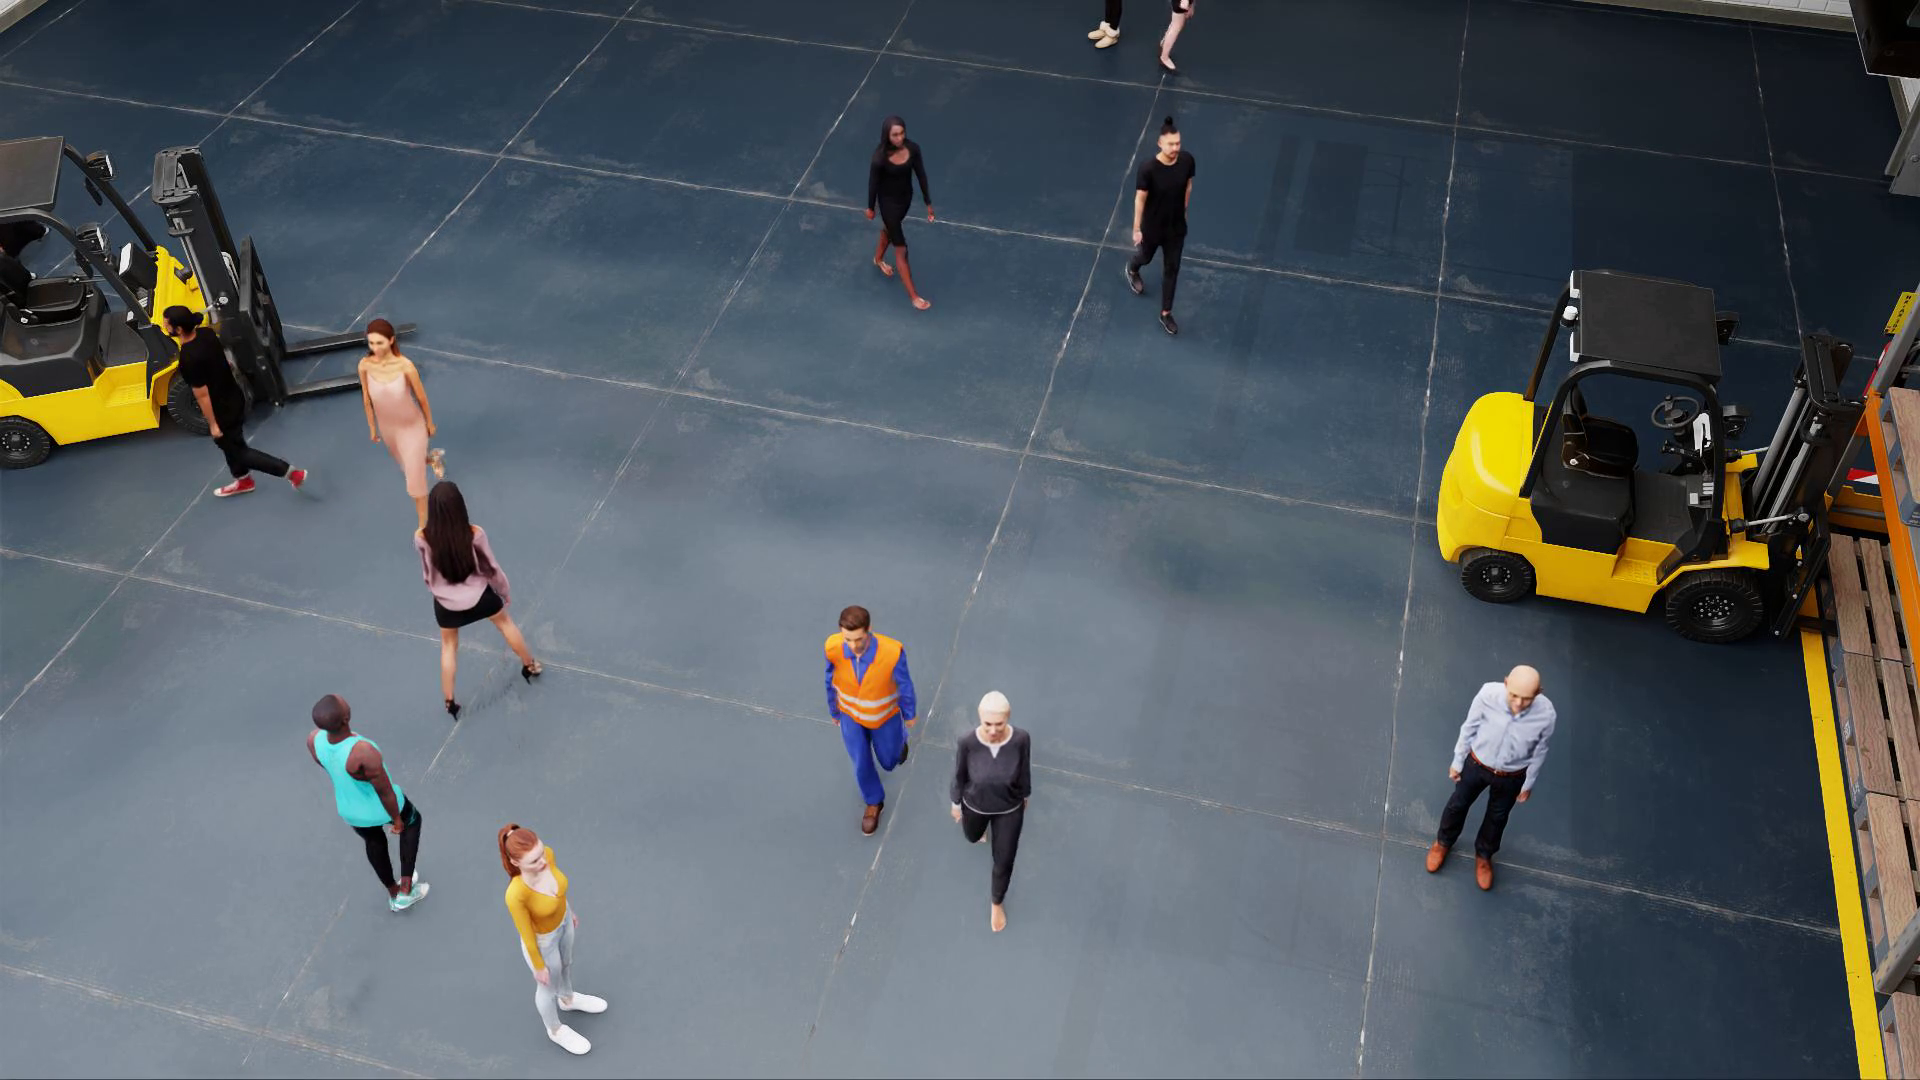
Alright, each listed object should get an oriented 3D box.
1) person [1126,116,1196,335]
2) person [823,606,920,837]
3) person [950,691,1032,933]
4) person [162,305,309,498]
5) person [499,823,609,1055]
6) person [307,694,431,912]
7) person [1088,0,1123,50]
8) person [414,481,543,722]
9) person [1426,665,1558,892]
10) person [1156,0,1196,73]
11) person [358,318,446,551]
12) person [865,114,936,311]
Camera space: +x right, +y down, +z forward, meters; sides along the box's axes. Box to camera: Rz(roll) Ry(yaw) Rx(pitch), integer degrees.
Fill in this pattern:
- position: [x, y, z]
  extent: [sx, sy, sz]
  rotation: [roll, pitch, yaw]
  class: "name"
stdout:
- position: [1.630, -2.690, 13.785]
  extent: [1.092, 1.829, 1.265]
  rotation: [-12, 45, -12]
  class: "person"
- position: [-0.538, 0.966, 9.937]
  extent: [0.772, 1.844, 0.974]
  rotation: [3, 44, 4]
  class: "person"
- position: [0.179, 1.426, 9.557]
  extent: [0.797, 1.701, 1.095]
  rotation: [0, 44, 0]
  class: "person"
- position: [-5.260, -0.967, 12.045]
  extent: [0.939, 1.735, 1.026]
  rotation: [-4, 44, -4]
  class: "person"
- position: [-2.188, 2.091, 8.825]
  extent: [0.640, 1.749, 0.457]
  rotation: [10, 44, 10]
  class: "person"
- position: [-3.372, 1.558, 9.348]
  extent: [0.609, 1.798, 0.603]
  rotation: [10, 45, 10]
  class: "person"
- position: [1.636, -6.012, 17.395]
  extent: [0.765, 1.659, 0.705]
  rotation: [-28, 50, -27]
  class: "person"
- position: [-3.098, 0.381, 10.601]
  extent: [0.892, 1.774, 0.868]
  rotation: [-8, 44, -8]
  class: "person"
- position: [3.084, 1.324, 9.602]
  extent: [0.656, 1.788, 0.584]
  rotation: [15, 46, 15]
  class: "person"
- position: [2.217, -5.560, 16.826]
  extent: [0.768, 1.792, 0.532]
  rotation: [0, 44, 0]
  class: "person"
- position: [-3.952, -0.851, 11.871]
  extent: [0.694, 1.807, 1.120]
  rotation: [4, 44, 4]
  class: "person"
- position: [-0.594, -2.861, 14.086]
  extent: [1.202, 1.662, 1.151]
  rotation: [-29, 51, -27]
  class: "person"
